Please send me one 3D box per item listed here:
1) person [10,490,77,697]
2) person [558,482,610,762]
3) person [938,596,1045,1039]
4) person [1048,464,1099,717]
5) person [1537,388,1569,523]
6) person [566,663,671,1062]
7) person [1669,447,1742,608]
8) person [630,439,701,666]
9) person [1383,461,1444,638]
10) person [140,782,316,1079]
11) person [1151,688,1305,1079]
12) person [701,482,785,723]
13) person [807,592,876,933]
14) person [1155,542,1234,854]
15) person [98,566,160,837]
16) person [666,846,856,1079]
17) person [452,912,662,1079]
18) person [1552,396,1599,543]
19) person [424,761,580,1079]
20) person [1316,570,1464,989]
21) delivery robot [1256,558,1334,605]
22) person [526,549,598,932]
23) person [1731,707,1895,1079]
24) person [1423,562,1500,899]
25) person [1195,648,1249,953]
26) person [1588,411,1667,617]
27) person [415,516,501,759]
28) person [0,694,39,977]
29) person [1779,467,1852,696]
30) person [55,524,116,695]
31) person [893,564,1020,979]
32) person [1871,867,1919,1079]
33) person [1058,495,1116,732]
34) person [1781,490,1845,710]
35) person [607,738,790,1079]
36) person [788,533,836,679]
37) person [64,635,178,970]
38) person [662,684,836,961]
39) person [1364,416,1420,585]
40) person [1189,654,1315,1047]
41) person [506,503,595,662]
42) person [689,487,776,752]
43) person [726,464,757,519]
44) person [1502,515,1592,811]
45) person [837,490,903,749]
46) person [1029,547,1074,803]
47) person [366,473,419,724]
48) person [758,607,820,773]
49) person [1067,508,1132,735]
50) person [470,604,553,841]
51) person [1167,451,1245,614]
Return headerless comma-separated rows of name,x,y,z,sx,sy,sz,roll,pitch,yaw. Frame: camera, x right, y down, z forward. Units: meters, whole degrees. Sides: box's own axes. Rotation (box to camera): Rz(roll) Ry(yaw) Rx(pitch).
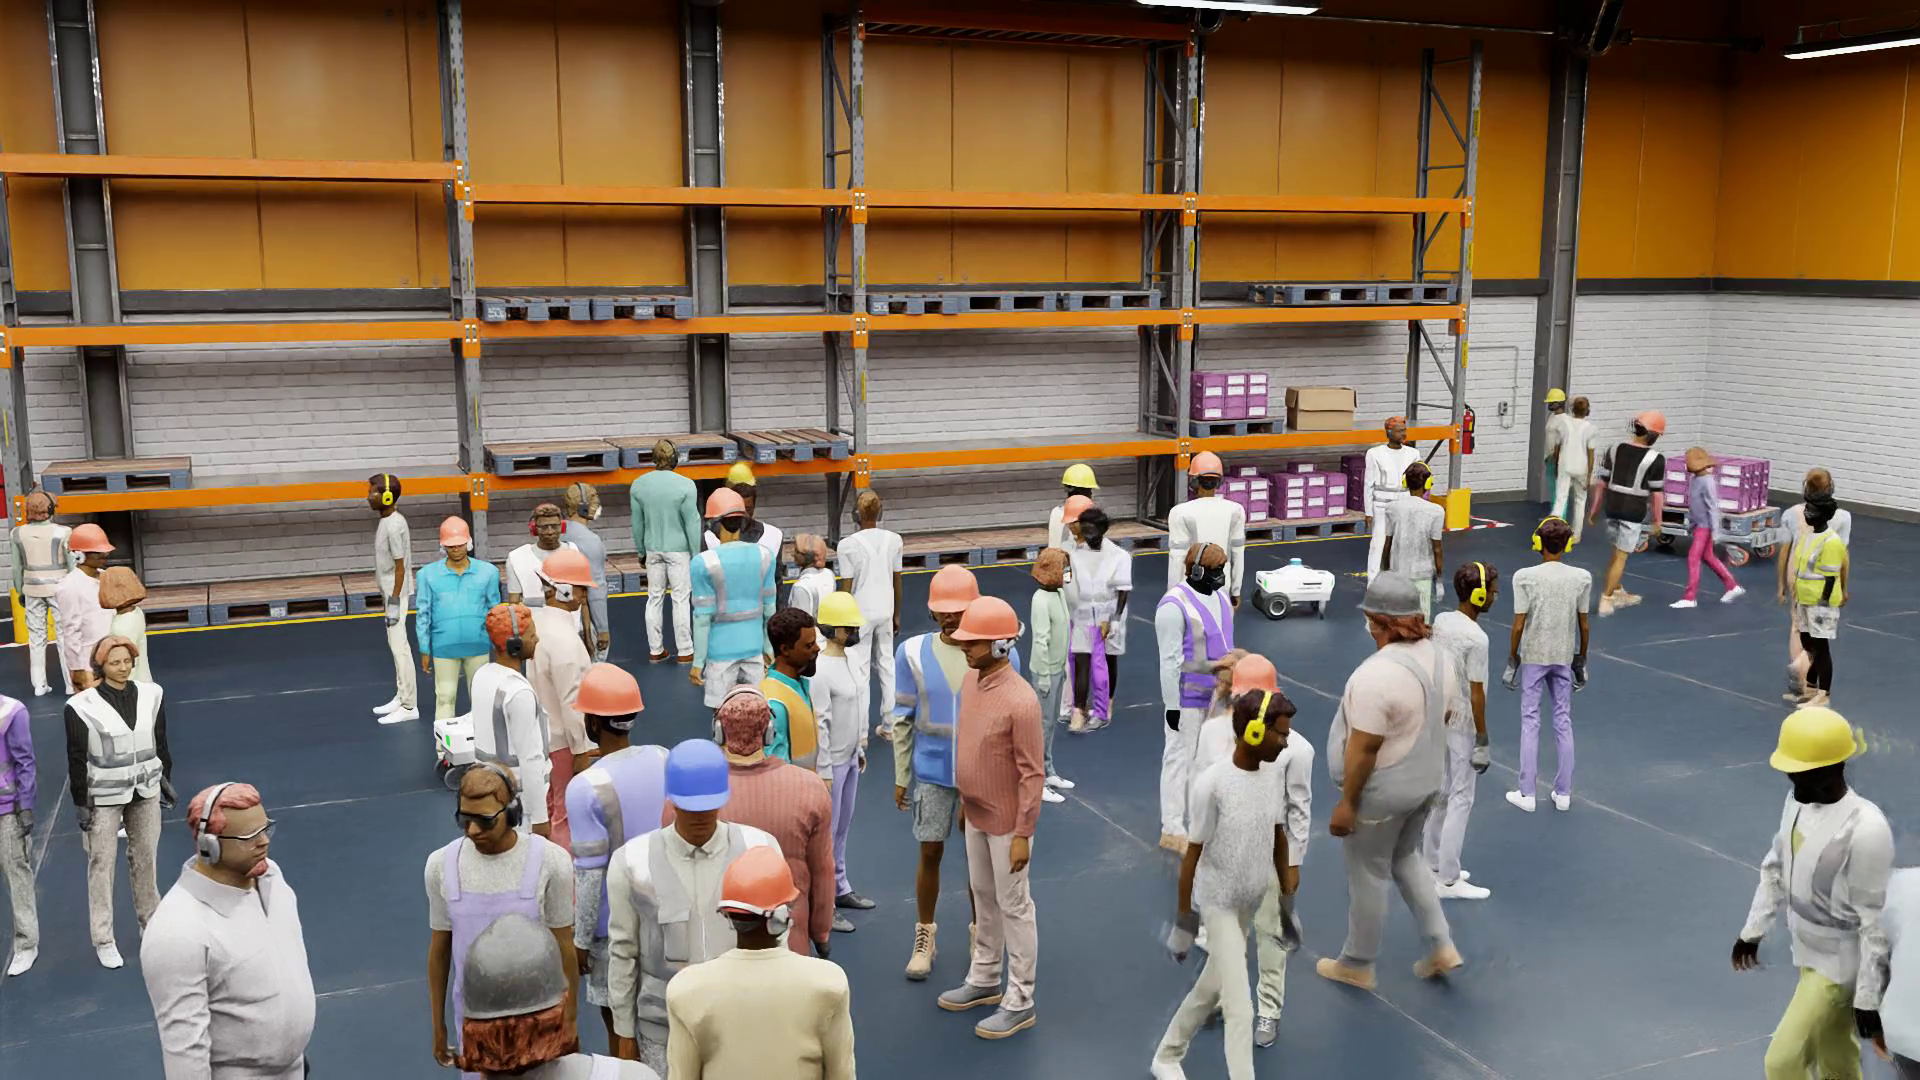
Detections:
person,-7.169,0.429,13.094,0.523,1.639,0.306,-1,10,-3
person,-2.600,0.559,11.490,0.372,1.940,0.629,-8,13,-39
person,0.148,1.229,7.463,0.393,1.995,0.612,-5,11,-27
person,0.860,0.381,12.582,0.400,1.918,0.590,-3,10,-17
person,7.650,-1.070,21.402,0.342,1.759,0.527,0,10,0
person,-1.325,1.430,6.467,0.374,1.939,0.545,6,12,31
person,7.418,-0.119,16.400,0.728,1.598,0.531,1,10,3
person,-2.472,0.107,14.092,0.627,1.940,0.372,3,10,18
person,3.601,0.303,13.201,0.509,1.860,0.333,7,12,37
person,-2.204,1.672,5.168,0.408,1.906,0.654,1,10,4
person,1.086,1.475,6.624,0.548,1.815,0.953,-9,13,-42
person,-1.522,0.536,11.683,0.597,1.915,0.369,-3,10,-19
person,-0.624,1.135,8.665,0.315,1.769,0.525,3,10,17
person,1.398,0.915,9.751,0.429,1.837,0.624,9,13,42
person,-5.011,0.964,10.034,0.280,1.633,0.500,-4,11,-22
person,-0.591,1.776,5.014,0.563,1.750,0.334,-1,10,-4
person,-1.008,1.833,3.855,0.682,2.000,0.537,-7,12,-36
person,7.268,-0.800,19.728,0.515,1.814,0.897,5,11,27
person,-1.546,1.627,5.647,0.515,1.835,0.354,0,10,1
person,2.013,1.133,7.884,0.694,2.000,0.573,-9,14,-43
delivery robot,3.225,0.419,16.007,0.707,0.478,0.477,-1,10,-5
person,-2.041,1.030,8.635,0.392,1.986,0.611,-6,11,-29
person,3.099,1.519,6.073,0.672,1.885,0.624,1,10,7
person,2.723,1.031,9.023,0.346,1.857,0.523,-2,10,-11
person,1.342,1.293,8.230,0.341,1.606,0.550,0,10,-1
person,6.487,-0.255,16.026,0.803,1.993,0.701,-6,12,-31
person,-3.353,0.705,11.176,0.571,1.751,0.329,-4,11,-23
person,-4.723,1.303,8.055,0.512,1.642,0.312,1,10,4
person,6.669,0.342,13.046,0.662,1.829,0.522,-9,13,-41
person,-5.643,0.757,10.880,0.341,1.750,0.566,0,10,-3
person,-0.018,1.117,7.967,0.611,2.042,0.395,1,10,4
person,3.307,1.693,5.629,0.623,1.710,0.594,-5,11,-28
person,0.902,0.527,12.260,0.355,1.737,0.573,-9,13,-41
person,6.553,0.465,12.739,0.320,1.693,0.538,1,10,3
person,-0.861,1.590,5.552,0.607,1.940,0.417,-3,10,-15
person,-0.987,0.761,11.174,0.311,1.643,0.513,4,10,20
person,-4.144,1.271,8.241,0.310,1.642,0.514,6,12,33
person,-0.791,1.480,6.275,0.642,1.909,0.409,-2,10,-14
person,4.288,-0.289,16.530,0.574,1.884,0.356,-2,10,-11
person,1.272,1.360,7.394,0.559,1.756,0.318,6,12,32
person,-2.752,0.657,11.191,0.570,1.843,0.372,-6,11,-30
person,-1.445,0.684,10.476,0.615,2.038,0.395,-8,13,-40
person,-1.948,0.179,14.370,0.459,1.705,0.577,1,10,4
person,3.679,0.776,10.442,0.533,1.868,0.310,0,10,-1
person,-0.644,0.558,11.763,0.508,1.846,0.345,-6,12,-31
person,0.586,0.850,10.687,0.275,1.632,0.507,3,10,16
person,-4.253,0.428,12.427,0.328,1.876,0.515,-4,11,-23
person,-0.803,1.245,7.593,0.398,1.920,0.590,0,10,1
person,0.976,0.595,12.073,0.531,1.644,0.850,3,10,18
person,-2.081,1.225,7.811,0.353,1.883,0.577,-8,13,-38
person,1.798,0.358,12.344,0.616,2.041,0.379,-3,10,-17
